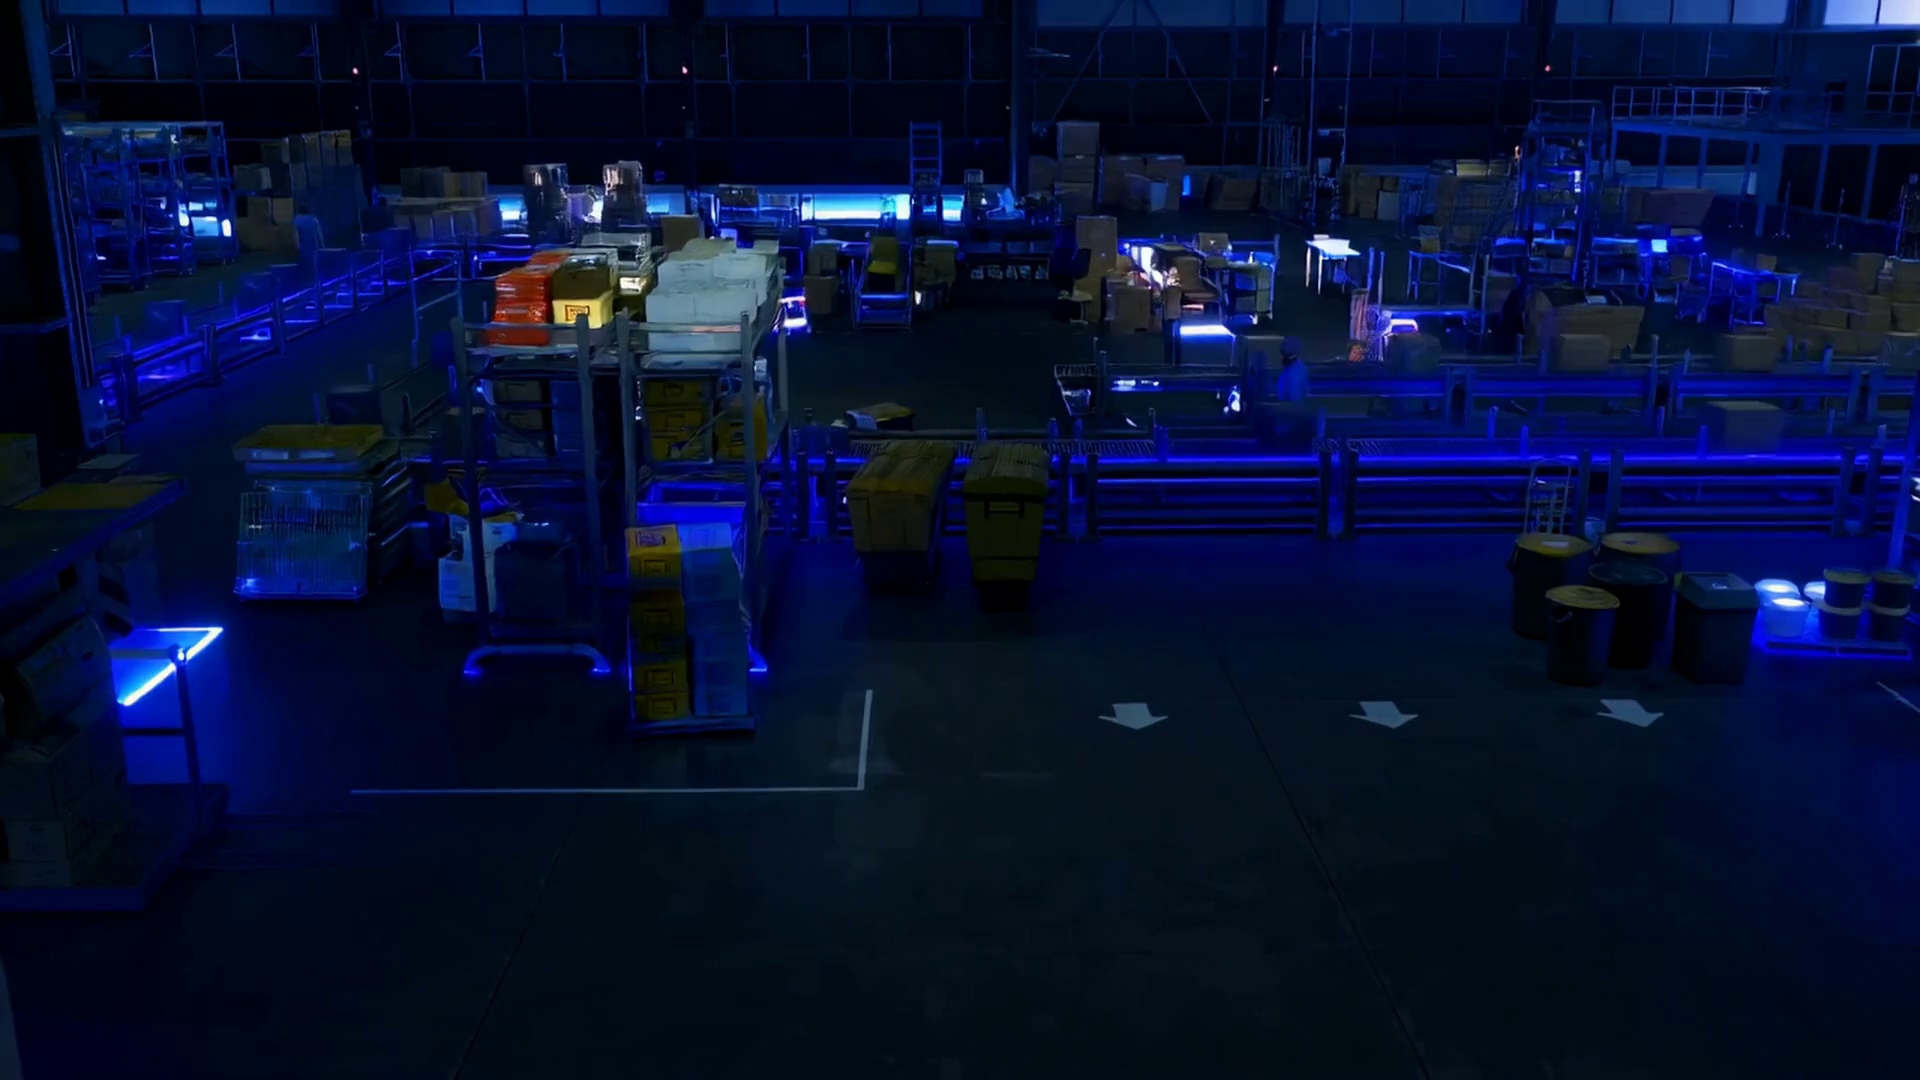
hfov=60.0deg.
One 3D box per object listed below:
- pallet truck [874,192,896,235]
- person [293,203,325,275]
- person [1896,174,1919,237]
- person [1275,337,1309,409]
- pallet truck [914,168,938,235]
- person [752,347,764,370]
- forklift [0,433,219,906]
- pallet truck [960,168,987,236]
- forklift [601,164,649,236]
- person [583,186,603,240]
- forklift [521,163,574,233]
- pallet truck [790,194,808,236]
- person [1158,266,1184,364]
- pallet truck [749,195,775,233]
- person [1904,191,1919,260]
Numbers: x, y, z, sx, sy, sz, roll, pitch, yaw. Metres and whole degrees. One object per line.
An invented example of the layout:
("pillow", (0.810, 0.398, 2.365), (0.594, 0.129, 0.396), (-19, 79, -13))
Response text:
("pallet truck", (-2.277, -9.986, 50.594), (0.653, 1.274, 1.630), (0, 16, -1))
("person", (-15.256, -6.919, 38.916), (0.646, 1.877, 0.835), (2, 16, 8))
("person", (28.182, -9.925, 49.385), (0.578, 1.872, 0.405), (1, 16, 4))
("person", (3.961, -1.598, 20.533), (0.759, 1.804, 0.627), (1, 16, 2))
("pallet truck", (-0.989, -10.316, 50.507), (0.823, 1.965, 1.885), (1, 16, 3))
("person", (-2.649, -1.620, 20.852), (0.710, 1.678, 0.534), (-5, 17, -16))
("forklift", (-5.952, 0.780, 10.366), (1.873, 2.768, 1.129), (0, 16, -1))
("pallet truck", (0.383, -10.230, 50.206), (0.823, 1.965, 1.885), (-1, 16, -3))
("forklift", (-9.948, -10.127, 49.296), (1.157, 1.987, 2.680), (-1, 16, -3))
("person", (-9.907, -8.641, 44.988), (0.624, 1.824, 0.404), (10, 19, 31))
("forklift", (-12.233, -10.122, 49.298), (1.157, 1.987, 2.680), (0, 16, -1))
("pallet truck", (-4.814, -9.883, 50.259), (0.704, 1.261, 1.522), (-1, 16, -3))
("person", (3.532, -3.705, 27.946), (0.533, 1.763, 0.326), (-13, 20, -37))
("pallet truck", (-6.051, -9.967, 50.660), (0.680, 1.201, 1.601), (0, 16, -1))
("person", (23.742, -7.667, 41.237), (0.609, 2.034, 0.397), (8, 18, 26))
